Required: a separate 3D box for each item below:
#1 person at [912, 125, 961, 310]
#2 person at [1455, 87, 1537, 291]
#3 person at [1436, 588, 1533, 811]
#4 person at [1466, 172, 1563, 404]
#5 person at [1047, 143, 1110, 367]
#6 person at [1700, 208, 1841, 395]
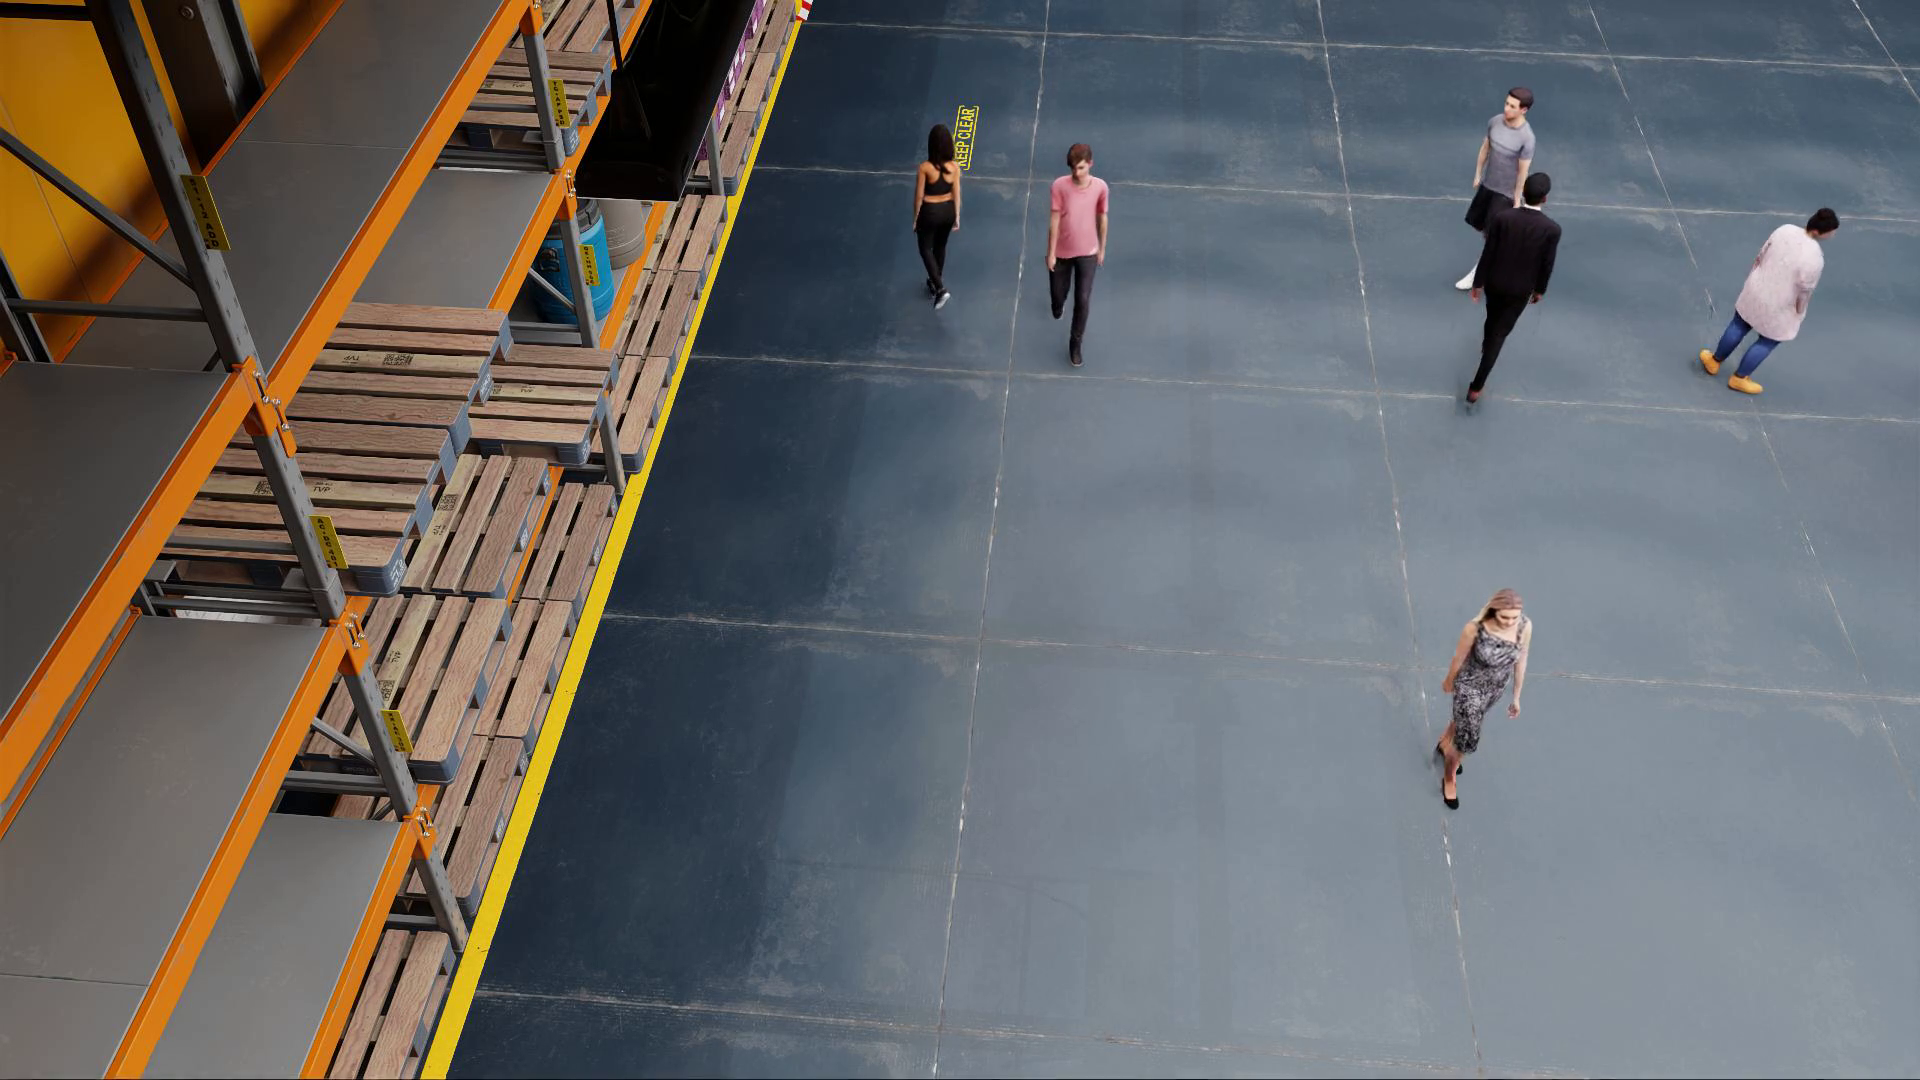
[{"bbox_3d":[-0.169,-2.635,13.836,0.777,1.622,0.955,-14,45,-14],"label":"person"},{"bbox_3d":[4.649,-2.992,14.049,1.051,1.844,1.044,-23,48,-22],"label":"person"},{"bbox_3d":[3.142,0.822,10.164,0.678,1.681,0.819,-8,44,-8],"label":"person"},{"bbox_3d":[4.239,-1.918,12.936,1.037,1.825,1.324,19,47,19],"label":"person"},{"bbox_3d":[0.908,-2.367,13.321,0.711,1.943,1.000,-3,44,-3],"label":"person"},{"bbox_3d":[6.310,-1.932,13.026,0.996,1.721,0.797,-22,48,-22],"label":"person"}]
